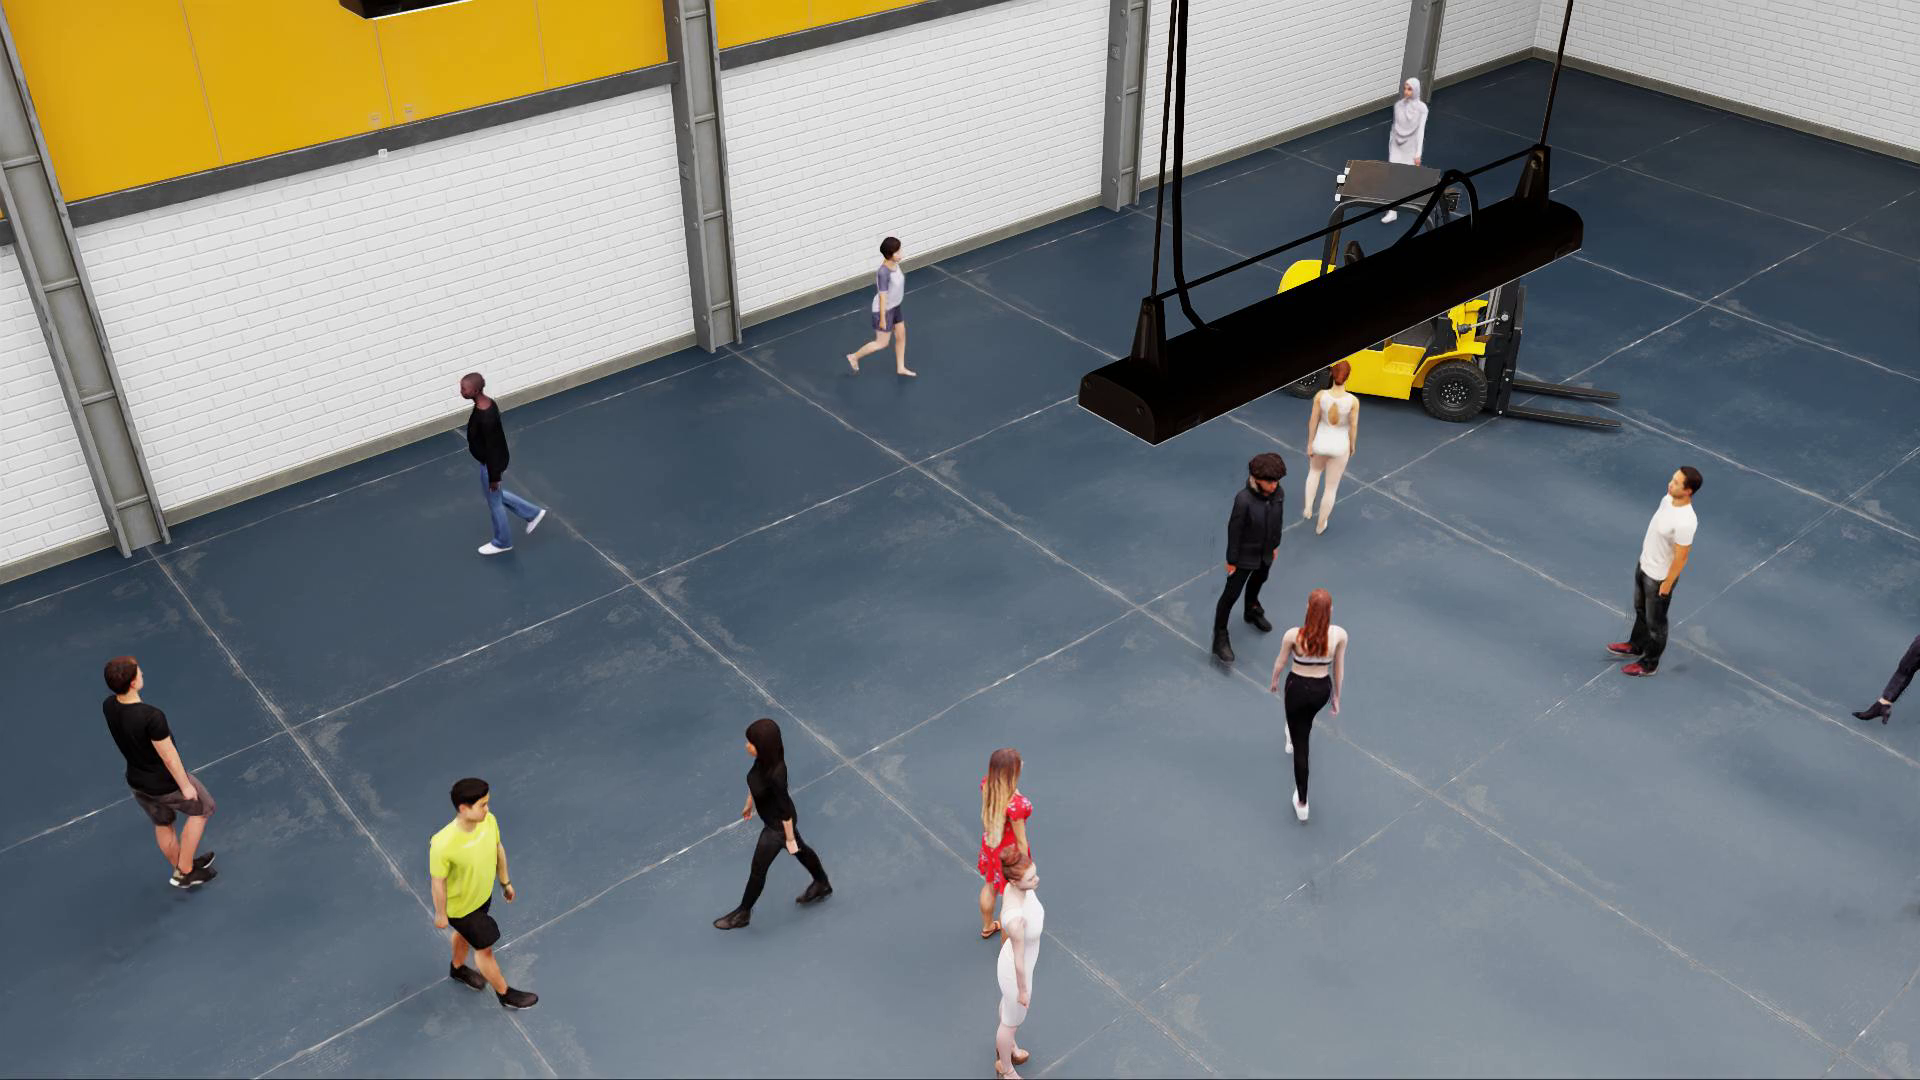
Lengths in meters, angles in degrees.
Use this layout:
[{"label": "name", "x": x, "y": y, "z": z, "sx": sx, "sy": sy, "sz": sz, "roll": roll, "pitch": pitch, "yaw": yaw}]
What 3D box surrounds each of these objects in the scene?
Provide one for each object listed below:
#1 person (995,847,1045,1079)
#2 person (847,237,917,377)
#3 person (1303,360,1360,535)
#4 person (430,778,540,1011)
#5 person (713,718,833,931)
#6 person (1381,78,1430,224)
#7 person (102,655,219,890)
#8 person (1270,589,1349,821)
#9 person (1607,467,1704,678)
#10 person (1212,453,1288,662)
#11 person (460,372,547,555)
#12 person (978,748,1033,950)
[{"label": "person", "x": 0.312, "y": 2.415, "z": 9.382, "sx": 0.677, "sy": 1.793, "sz": 0.613, "roll": 3, "pitch": 34, "yaw": 5}, {"label": "person", "x": -0.807, "y": -2.330, "z": 16.750, "sx": 0.957, "sy": 1.539, "sz": 0.951, "roll": 6, "pitch": 34, "yaw": 9}, {"label": "person", "x": 3.166, "y": -0.759, "z": 14.303, "sx": 0.655, "sy": 1.632, "sz": 0.701, "roll": 14, "pitch": 36, "yaw": 20}, {"label": "person", "x": -3.010, "y": 2.116, "z": 9.950, "sx": 0.962, "sy": 1.661, "sz": 0.985, "roll": 18, "pitch": 38, "yaw": 25}, {"label": "person", "x": -1.085, "y": 1.764, "z": 10.538, "sx": 1.122, "sy": 1.597, "sz": 0.830, "roll": -12, "pitch": 35, "yaw": -17}, {"label": "person", "x": 5.433, "y": -4.721, "z": 20.148, "sx": 0.686, "sy": 1.759, "sz": 0.860, "roll": 28, "pitch": 42, "yaw": 35}, {"label": "person", "x": -5.187, "y": 1.555, "z": 10.618, "sx": 0.808, "sy": 1.857, "sz": 0.816, "roll": 14, "pitch": 36, "yaw": 19}, {"label": "person", "x": 2.380, "y": 1.148, "z": 11.377, "sx": 1.139, "sy": 1.694, "sz": 1.157, "roll": 1, "pitch": 34, "yaw": 1}, {"label": "person", "x": 5.351, "y": 0.226, "z": 12.666, "sx": 0.747, "sy": 1.804, "sz": 0.709, "roll": 0, "pitch": 34, "yaw": 0}, {"label": "person", "x": 2.255, "y": 0.072, "z": 12.953, "sx": 0.746, "sy": 1.742, "sz": 0.934, "roll": -19, "pitch": 38, "yaw": -26}, {"label": "person", "x": -3.876, "y": -0.664, "z": 14.063, "sx": 0.937, "sy": 1.739, "sz": 0.782, "roll": -11, "pitch": 35, "yaw": -16}, {"label": "person", "x": 0.265, "y": 1.922, "z": 10.305, "sx": 0.569, "sy": 1.592, "sz": 0.590, "roll": -20, "pitch": 38, "yaw": -27}]
